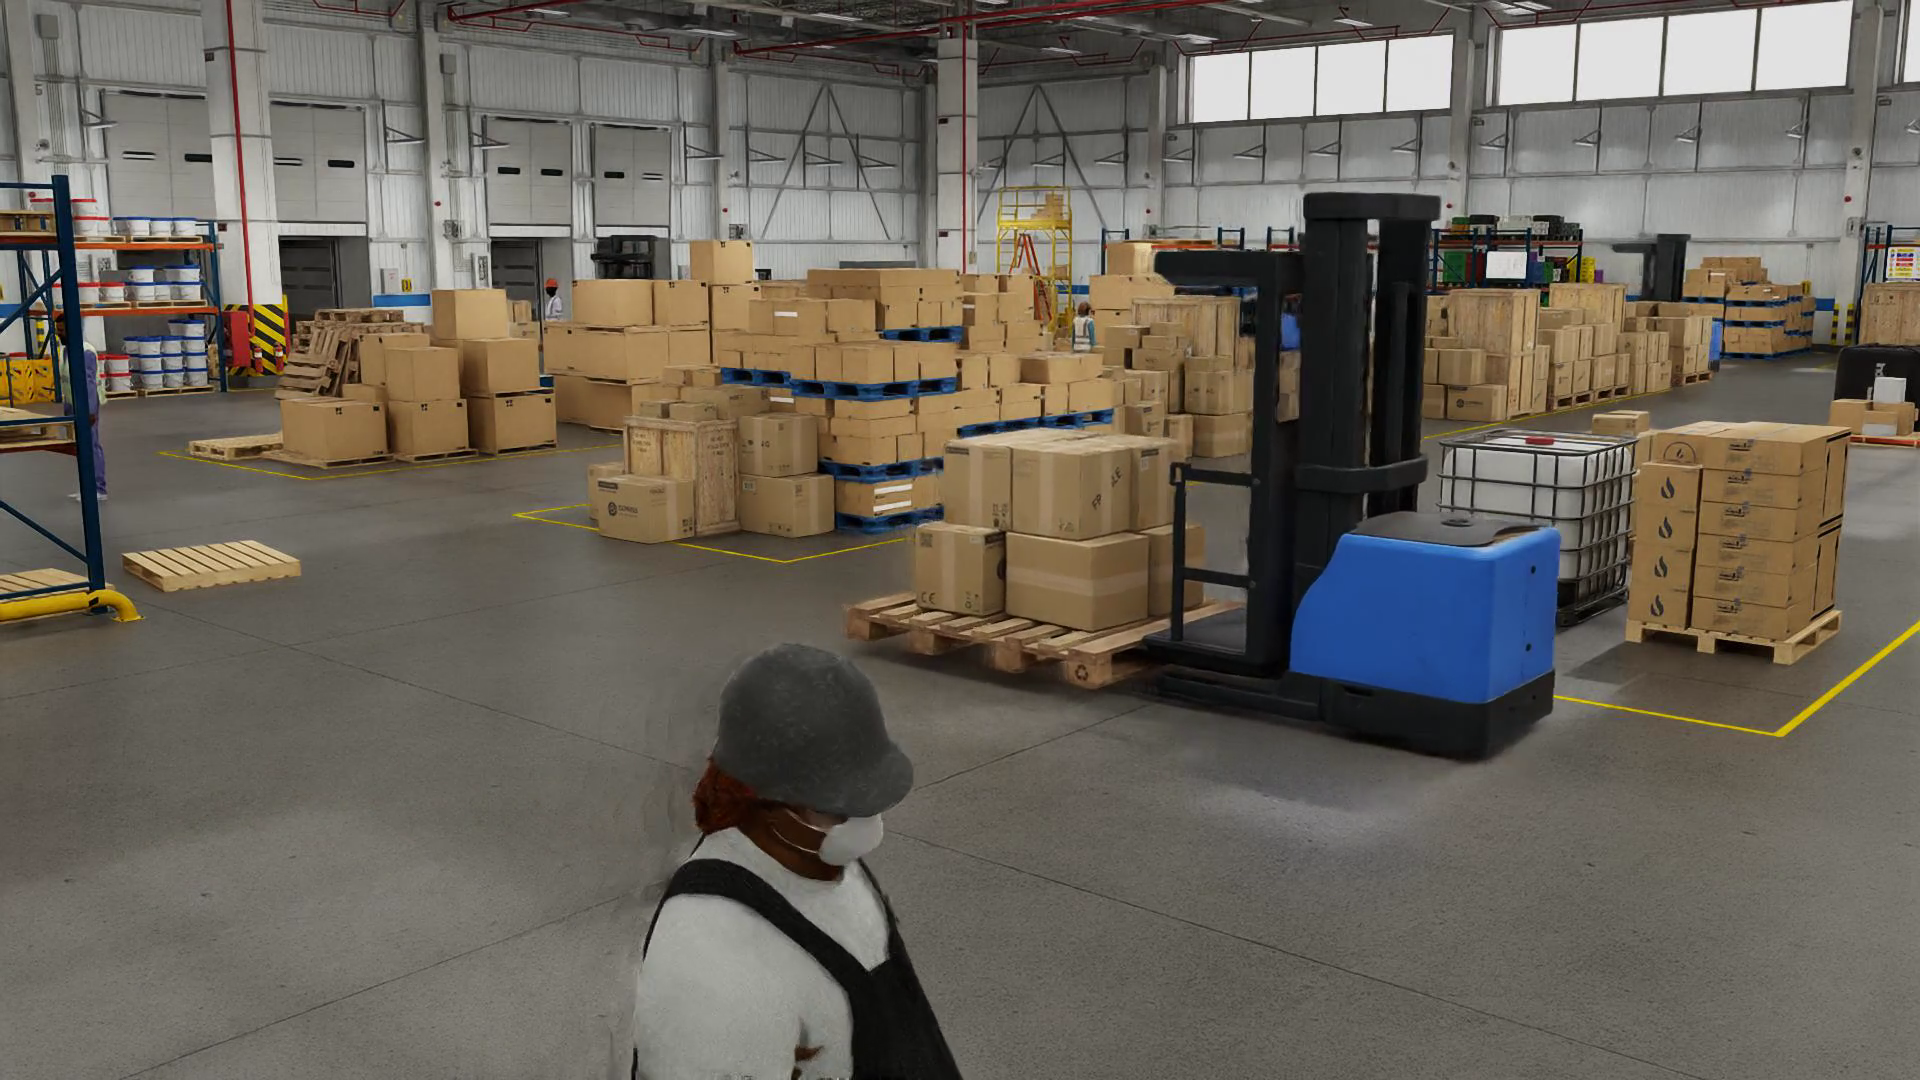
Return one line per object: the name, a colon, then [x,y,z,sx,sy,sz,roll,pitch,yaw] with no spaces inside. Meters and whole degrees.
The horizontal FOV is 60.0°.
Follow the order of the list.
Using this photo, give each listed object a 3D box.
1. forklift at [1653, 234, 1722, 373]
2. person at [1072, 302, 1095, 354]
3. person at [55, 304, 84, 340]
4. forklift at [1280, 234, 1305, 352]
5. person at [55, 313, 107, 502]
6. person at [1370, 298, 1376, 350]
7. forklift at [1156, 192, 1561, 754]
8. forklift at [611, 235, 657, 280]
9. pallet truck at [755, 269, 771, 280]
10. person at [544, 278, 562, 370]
forklift: [14.223,-4.736,33.359,1.873,2.768,1.129,8,13,40]
person: [2.107,-3.230,28.322,0.310,1.636,0.523,-8,13,-37]
person: [-17.595,-4.155,32.864,0.586,1.890,0.714,-1,10,-8]
forklift: [7.012,-4.664,32.949,1.873,2.768,1.129,8,13,40]
person: [-8.879,-1.344,16.824,0.591,1.910,0.406,8,13,38]
person: [7.542,-3.643,29.816,0.372,1.940,0.631,-8,13,-39]
forklift: [2.174,-0.446,8.928,1.873,2.768,1.129,8,13,40]
forklift: [-6.928,-5.125,35.573,1.129,2.768,1.873,2,10,13]
pallet truck: [-4.996,-6.432,45.525,1.885,1.965,0.823,-6,12,-32]
person: [-8.139,-4.253,33.272,0.341,1.942,0.552,-6,12,-32]
